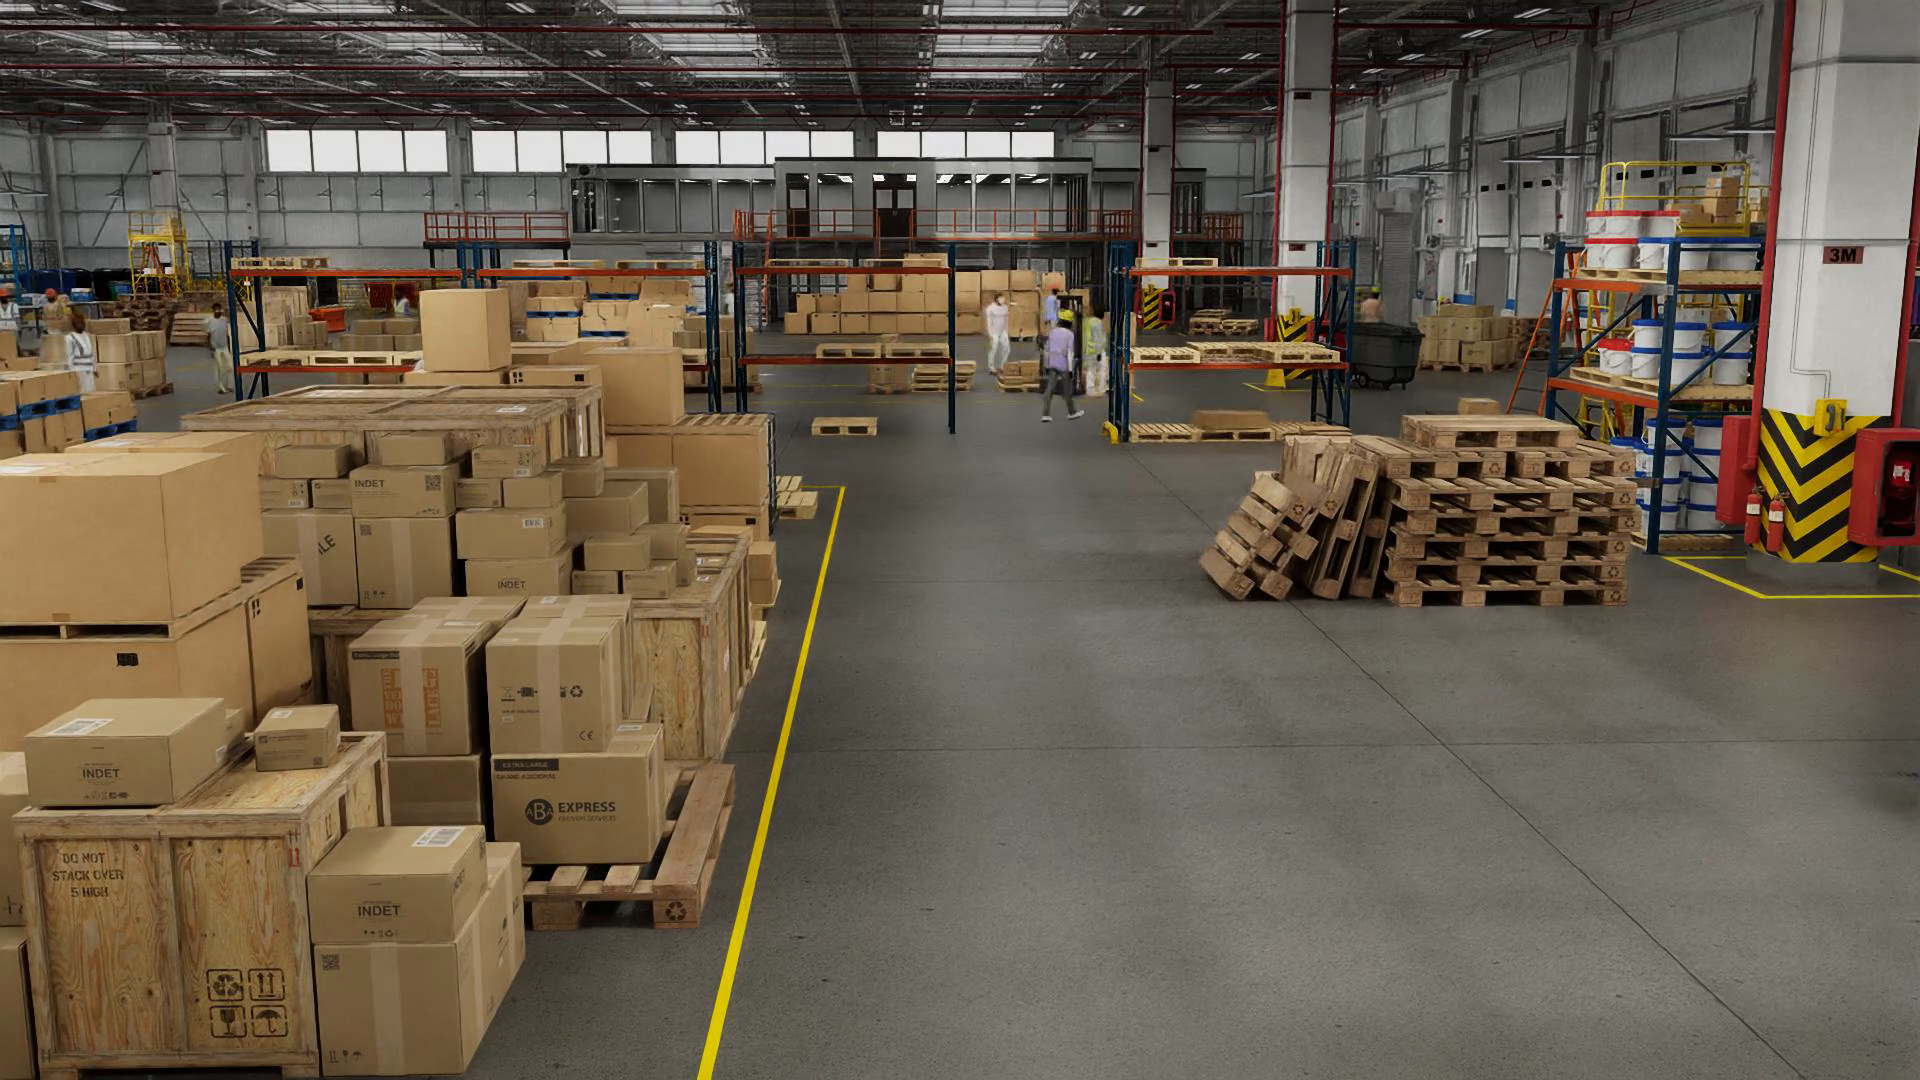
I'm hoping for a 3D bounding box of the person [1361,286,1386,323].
[{"bbox_3d":[10.467,-5.454,42.054,0.625,1.906,0.510,9,13,40],"label":"person"}]

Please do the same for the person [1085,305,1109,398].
[{"bbox_3d":[2.733,-3.649,32.305,0.616,1.812,0.621,-3,11,-16],"label":"person"}]

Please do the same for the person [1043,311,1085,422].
[{"bbox_3d":[1.725,-2.950,28.217,0.973,1.857,0.734,-9,14,-42],"label":"person"}]

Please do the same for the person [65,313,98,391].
[{"bbox_3d":[-14.551,-2.816,27.497,0.668,1.866,0.599,0,10,1],"label":"person"}]

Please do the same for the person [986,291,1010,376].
[{"bbox_3d":[0.901,-4.648,37.569,0.656,1.909,0.746,-8,13,-39],"label":"person"}]

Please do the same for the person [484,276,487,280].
[{"bbox_3d":[-19.384,-9.978,67.575,0.517,1.799,0.948,-7,12,-34],"label":"person"}]

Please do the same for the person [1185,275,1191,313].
[{"bbox_3d":[9.699,-10.720,71.169,0.377,1.995,0.608,2,10,9],"label":"person"}]

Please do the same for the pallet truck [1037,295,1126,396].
[{"bbox_3d":[2.483,-3.881,33.060,1.885,1.965,0.823,-7,13,-36],"label":"pallet truck"}]

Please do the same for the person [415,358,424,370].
[{"bbox_3d":[-6.541,-1.672,21.001,0.634,1.915,0.818,1,10,3],"label":"person"}]

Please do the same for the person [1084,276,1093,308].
[{"bbox_3d":[4.772,-8.959,62.060,0.322,1.743,0.489,7,12,35],"label":"person"}]

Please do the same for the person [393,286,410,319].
[{"bbox_3d":[-14.418,-5.634,43.128,0.587,1.899,0.667,8,13,36],"label":"person"}]

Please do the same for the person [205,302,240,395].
[{"bbox_3d":[-14.560,-3.772,32.891,0.730,1.835,0.530,8,13,36],"label":"person"}]

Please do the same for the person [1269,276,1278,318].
[{"bbox_3d":[11.176,-8.465,59.050,0.619,1.838,0.430,-9,14,-41],"label":"person"}]

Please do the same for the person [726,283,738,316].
[{"bbox_3d":[-6.630,-6.649,48.980,0.571,1.815,0.964,-5,11,-27],"label":"person"}]

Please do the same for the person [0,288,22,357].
[{"bbox_3d":[-22.955,-5.111,40.119,0.581,1.920,0.482,-2,10,-14],"label":"person"}]

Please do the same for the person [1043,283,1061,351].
[{"bbox_3d":[2.499,-6.109,45.743,0.795,1.912,0.548,-7,12,-35],"label":"person"}]

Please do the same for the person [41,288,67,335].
[{"bbox_3d":[-22.116,-5.195,40.604,0.542,1.915,0.457,0,10,1],"label":"person"}]
